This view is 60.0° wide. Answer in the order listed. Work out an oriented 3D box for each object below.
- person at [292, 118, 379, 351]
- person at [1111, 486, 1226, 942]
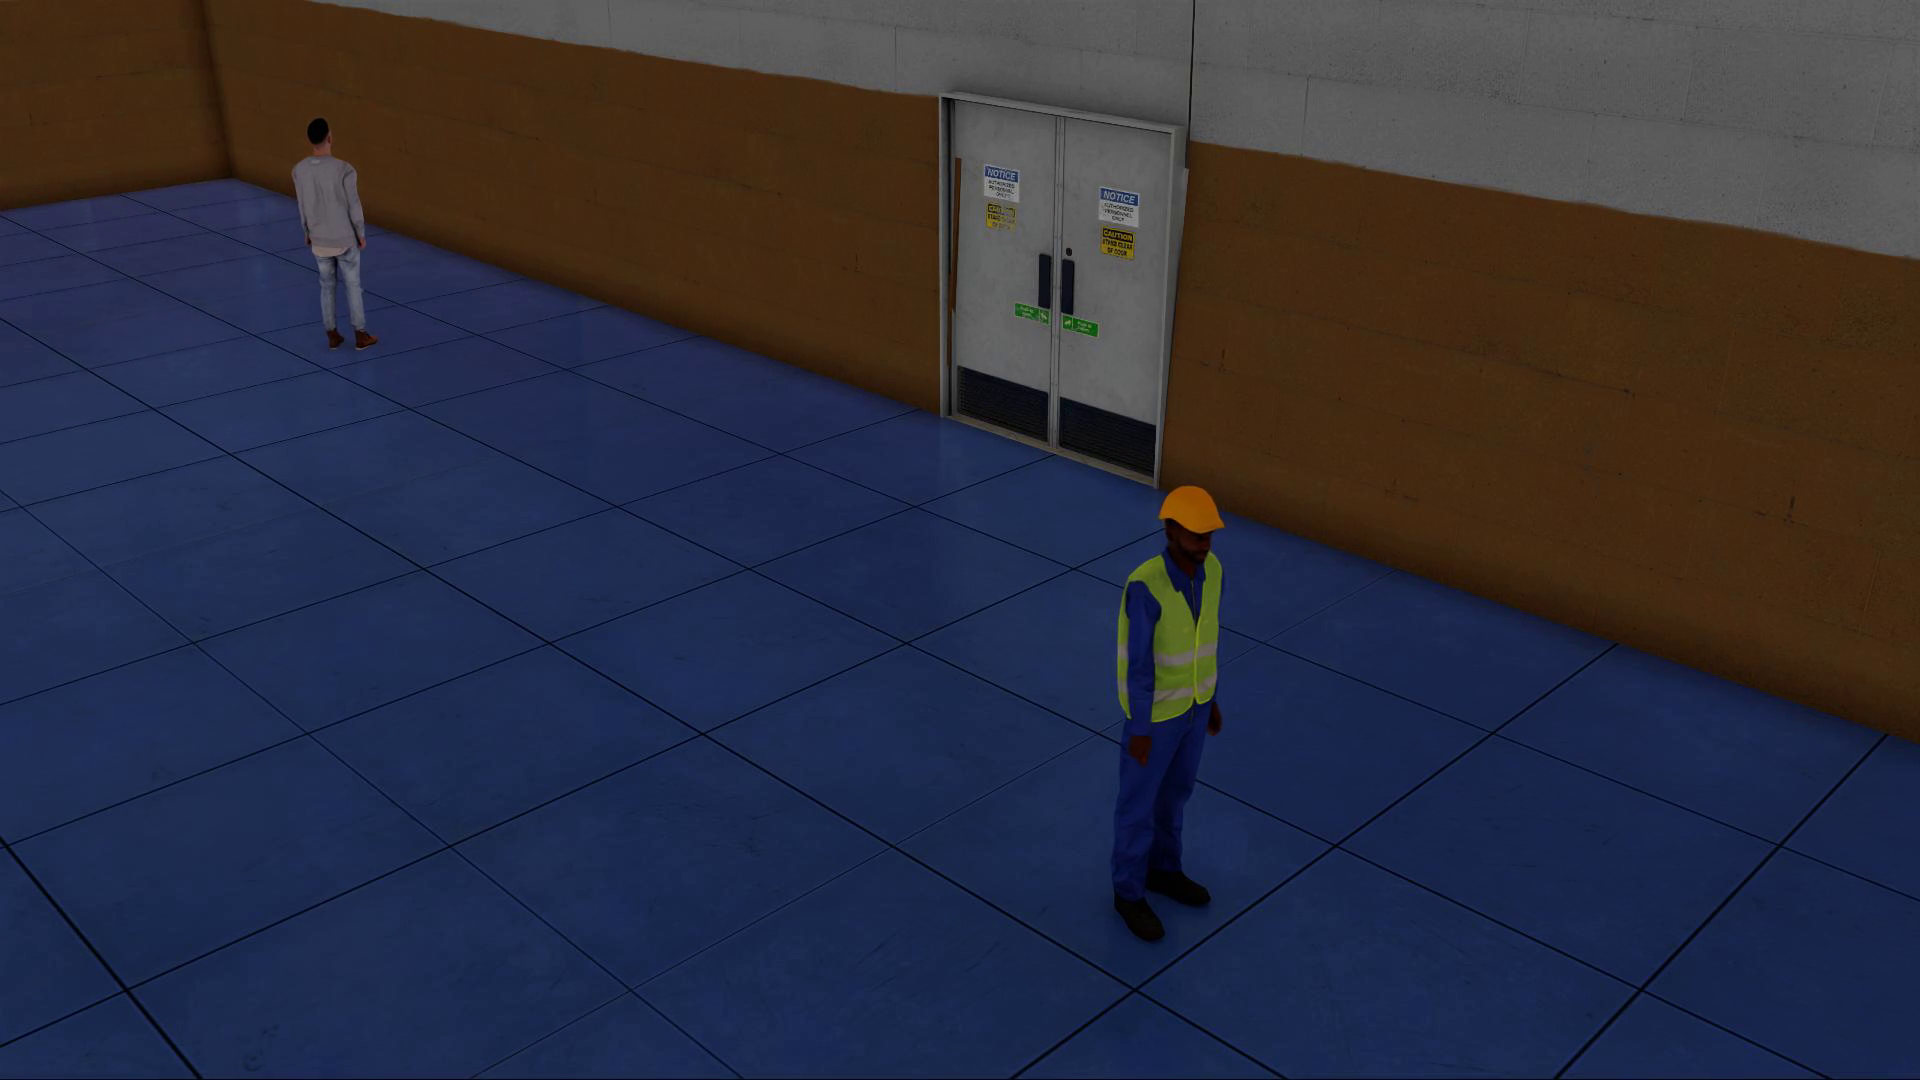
[{"bbox_3d":[-5.011,-2.438,13.308,0.741,1.837,0.782,2,24,4],"label":"person"},{"bbox_3d":[0.792,0.626,6.339,0.532,1.810,0.732,-19,30,-36],"label":"person"}]
